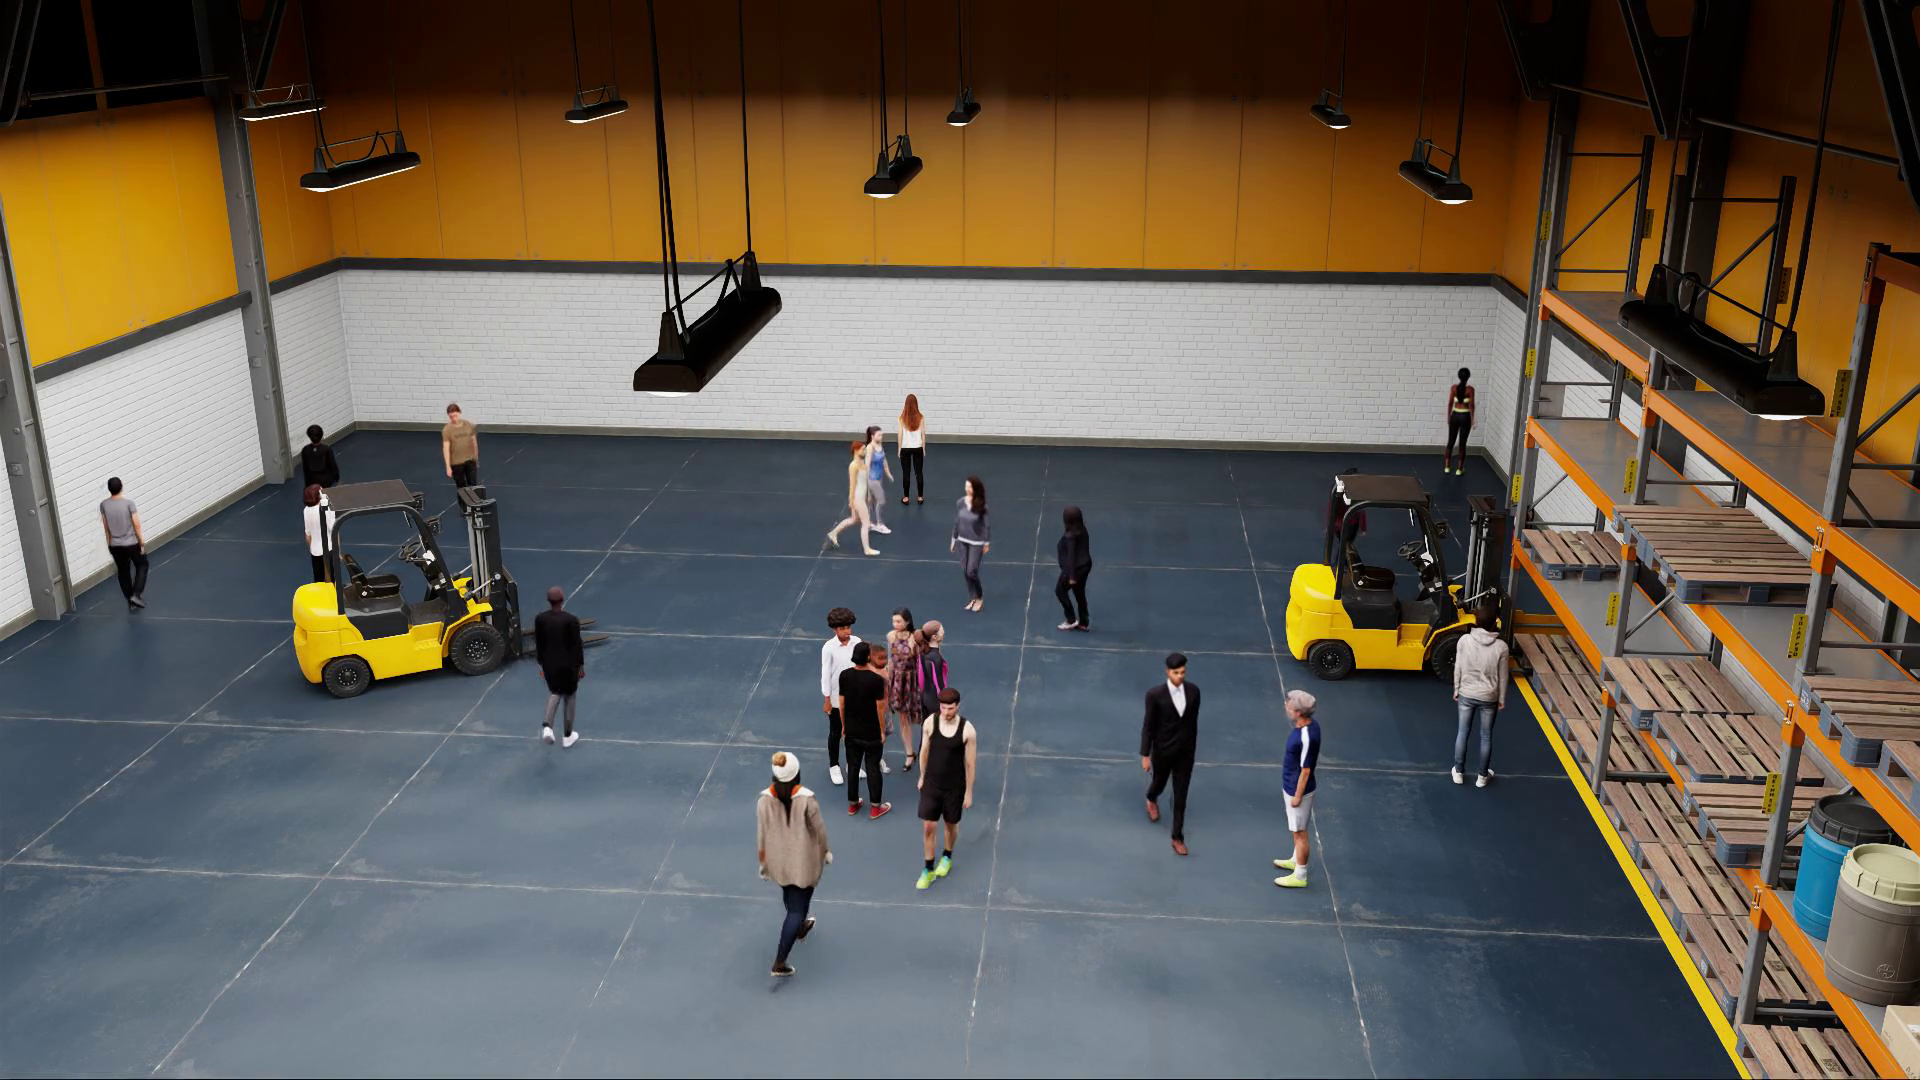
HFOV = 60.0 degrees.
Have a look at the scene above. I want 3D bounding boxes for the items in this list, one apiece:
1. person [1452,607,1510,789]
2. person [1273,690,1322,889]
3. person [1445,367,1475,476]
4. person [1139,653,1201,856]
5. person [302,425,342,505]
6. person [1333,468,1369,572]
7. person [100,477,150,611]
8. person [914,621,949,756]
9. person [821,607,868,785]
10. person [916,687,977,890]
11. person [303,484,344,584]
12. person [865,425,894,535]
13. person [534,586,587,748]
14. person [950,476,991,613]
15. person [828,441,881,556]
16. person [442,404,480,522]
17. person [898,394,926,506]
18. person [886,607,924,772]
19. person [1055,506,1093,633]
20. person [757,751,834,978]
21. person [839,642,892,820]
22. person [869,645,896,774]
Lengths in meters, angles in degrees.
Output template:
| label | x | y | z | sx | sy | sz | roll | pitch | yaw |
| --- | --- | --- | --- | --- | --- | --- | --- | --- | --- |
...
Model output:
| label | x | y | z | sx | sy | sz | roll | pitch | yaw |
| --- | --- | --- | --- | --- | --- | --- | --- | --- | --- |
| person | 5.111 | 1.533 | 16.406 | 0.726 | 1.853 | 0.667 | 7 | 20 | 20 |
| person | 2.980 | 2.159 | 14.581 | 0.709 | 1.831 | 0.507 | 3 | 19 | 9 |
| person | 8.068 | -1.913 | 26.797 | 0.662 | 1.753 | 0.692 | 11 | 22 | 30 |
| person | 1.927 | 1.893 | 15.339 | 0.964 | 1.851 | 1.282 | -4 | 19 | -11 |
| person | -9.095 | -0.790 | 23.633 | 0.699 | 1.644 | 1.043 | -1 | 19 | -3 |
| person | 4.976 | -0.092 | 21.605 | 1.114 | 1.616 | 1.013 | -17 | 25 | -42 |
| person | -10.528 | 0.080 | 20.893 | 0.687 | 1.743 | 0.812 | -1 | 19 | -4 |
| person | -0.258 | 1.605 | 16.352 | 0.730 | 1.752 | 0.656 | -11 | 21 | -29 |
| person | -1.152 | 1.520 | 16.513 | 0.731 | 1.810 | 0.767 | -12 | 22 | -31 |
| person | -0.100 | 2.107 | 14.683 | 0.764 | 1.864 | 0.875 | 5 | 19 | 14 |
| person | -7.867 | 0.175 | 20.531 | 0.665 | 1.795 | 0.620 | 8 | 20 | 21 |
| person | -1.298 | -0.883 | 23.994 | 0.721 | 1.589 | 0.721 | 7 | 20 | 20 |
| person | -4.145 | 1.348 | 17.122 | 0.680 | 1.748 | 0.800 | 3 | 19 | 10 |
| person | 0.181 | 0.028 | 21.030 | 0.733 | 1.755 | 0.766 | 12 | 22 | 31 |
| person | -1.498 | -0.575 | 23.041 | 0.663 | 1.615 | 0.957 | 3 | 19 | 10 |
| person | -7.289 | -1.139 | 24.408 | 0.878 | 1.810 | 0.951 | -13 | 23 | -35 |
| person | -0.725 | -1.377 | 25.252 | 0.622 | 1.722 | 0.584 | -3 | 19 | -9 |
| person | -0.492 | 1.458 | 16.776 | 0.839 | 1.759 | 0.950 | 10 | 21 | 28 |
| person | 1.485 | 0.375 | 20.243 | 0.804 | 1.598 | 0.678 | 8 | 20 | 22 |
| person | -1.378 | 2.591 | 13.268 | 0.927 | 1.851 | 1.279 | 8 | 20 | 22 |
| person | -0.918 | 1.793 | 15.785 | 0.685 | 1.758 | 0.656 | 8 | 20 | 21 |
| person | -0.833 | 1.667 | 16.870 | 0.720 | 1.304 | 0.822 | -11 | 22 | -29 |
